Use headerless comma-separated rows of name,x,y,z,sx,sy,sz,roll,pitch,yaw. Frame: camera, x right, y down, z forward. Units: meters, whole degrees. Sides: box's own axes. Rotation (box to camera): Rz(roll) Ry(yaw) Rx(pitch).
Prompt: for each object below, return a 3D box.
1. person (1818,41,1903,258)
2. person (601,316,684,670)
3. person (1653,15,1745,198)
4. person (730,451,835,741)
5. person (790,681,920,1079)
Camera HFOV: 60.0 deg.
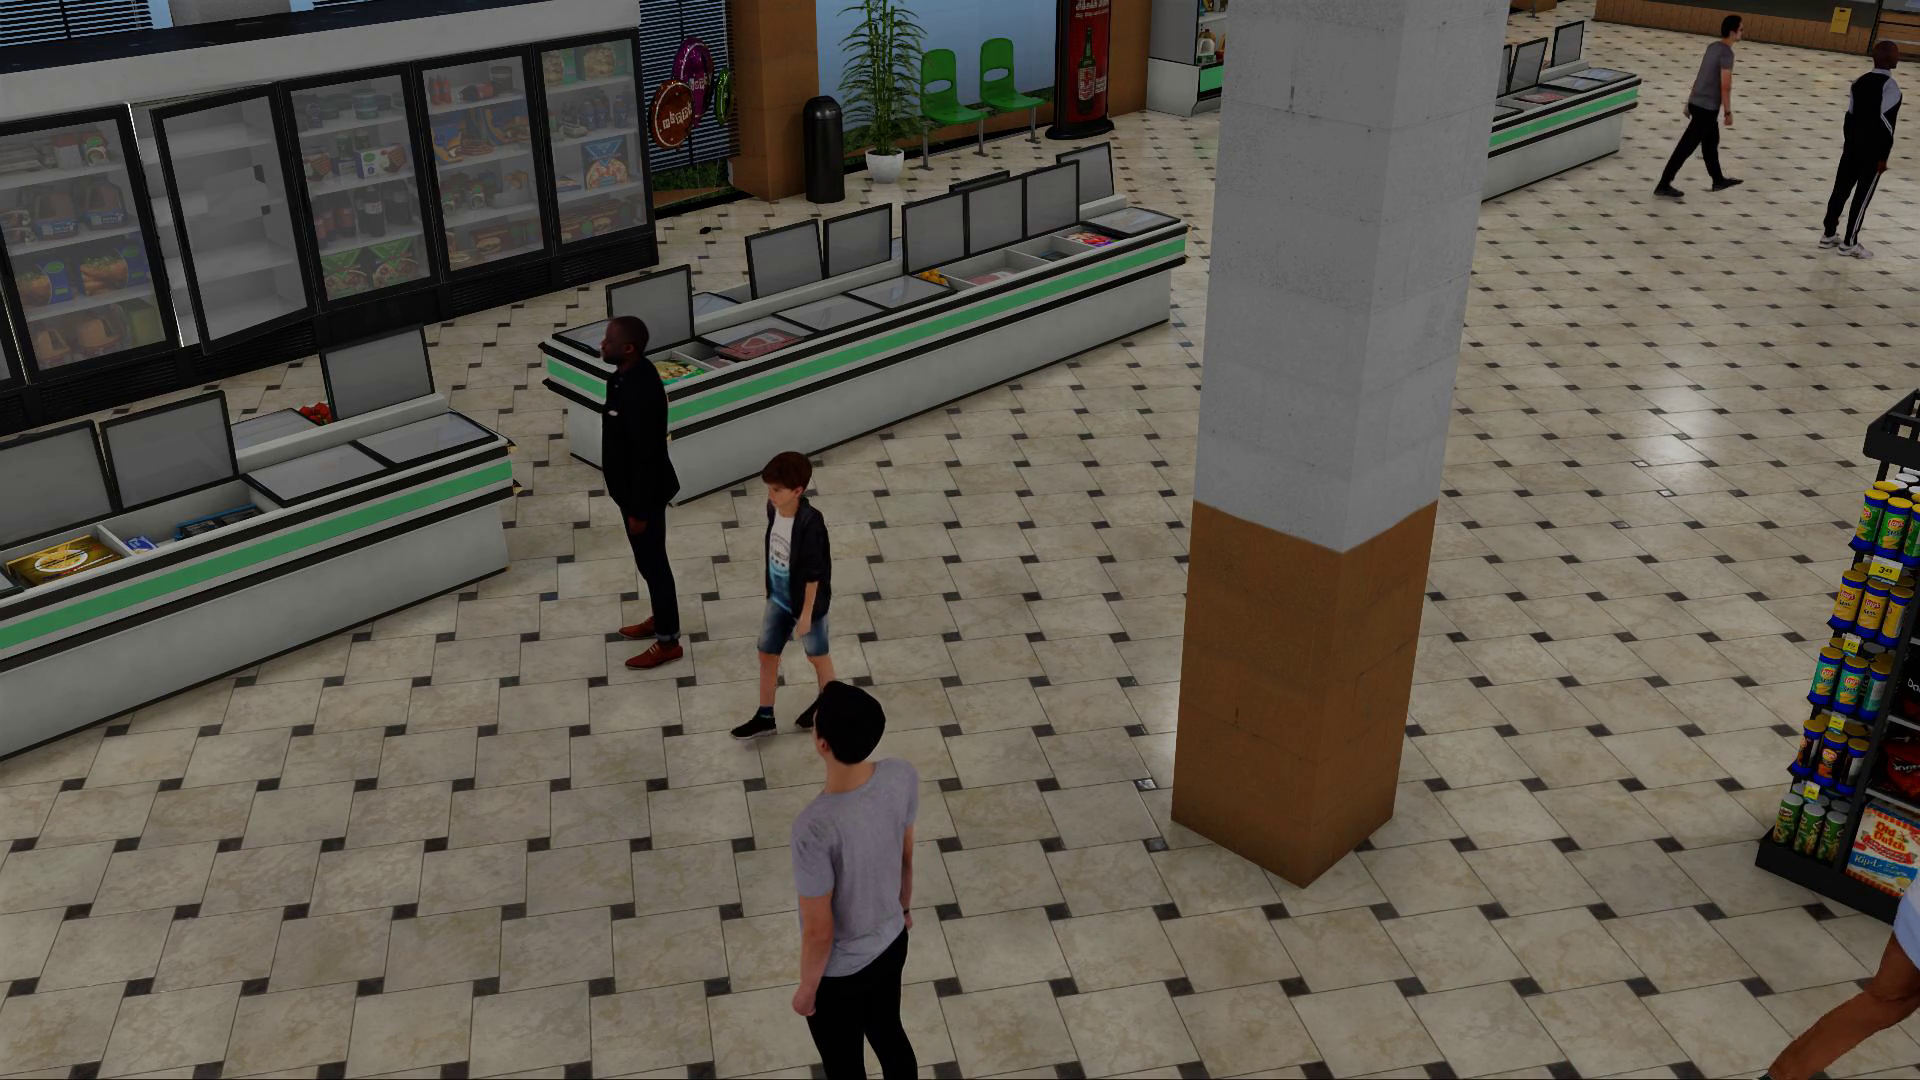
person,7.827,-3.395,14.402,0.738,1.828,0.738,-7,28,-13
person,-1.562,-0.242,8.196,0.785,1.818,0.785,-7,28,-13
person,7.074,-4.129,15.980,1.120,1.709,1.109,2,27,3
person,-0.699,0.241,7.672,0.547,1.430,0.767,24,35,38
person,-0.320,1.274,5.157,0.760,1.862,0.512,19,33,33
